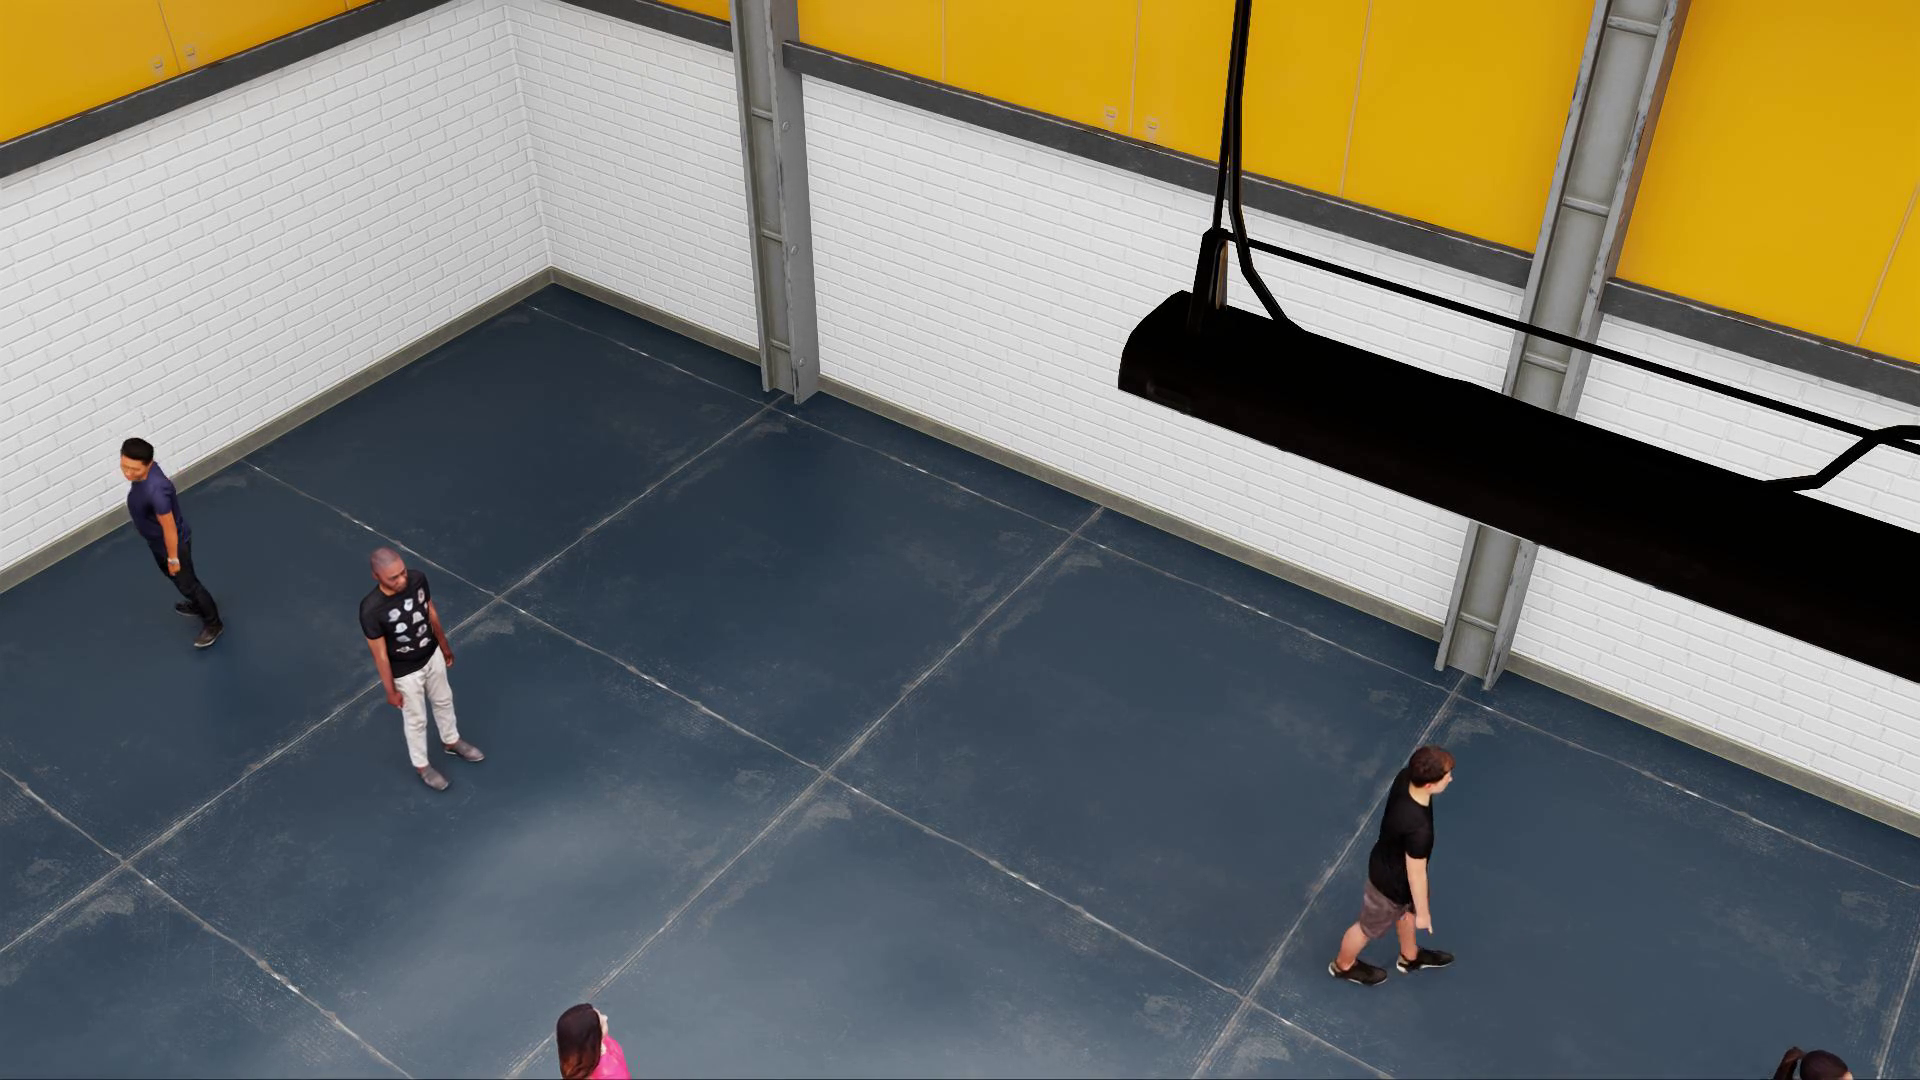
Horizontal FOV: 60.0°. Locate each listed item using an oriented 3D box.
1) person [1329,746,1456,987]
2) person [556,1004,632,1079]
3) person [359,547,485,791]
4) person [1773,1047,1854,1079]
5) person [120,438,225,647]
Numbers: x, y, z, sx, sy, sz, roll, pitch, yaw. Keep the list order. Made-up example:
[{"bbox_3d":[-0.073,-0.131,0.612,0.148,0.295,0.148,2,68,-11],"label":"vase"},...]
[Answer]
[{"bbox_3d":[2.225,1.742,8.817,1.061,1.842,0.938,6,39,7],"label":"person"},{"bbox_3d":[-1.646,2.699,7.769,0.716,1.654,0.628,-12,40,-14],"label":"person"},{"bbox_3d":[-3.329,0.740,10.103,0.621,1.801,0.669,20,43,24],"label":"person"},{"bbox_3d":[3.665,2.804,7.645,0.772,1.645,1.115,-30,47,-32],"label":"person"},{"bbox_3d":[-5.263,-0.019,11.087,0.904,1.761,0.590,-20,43,-23],"label":"person"}]
